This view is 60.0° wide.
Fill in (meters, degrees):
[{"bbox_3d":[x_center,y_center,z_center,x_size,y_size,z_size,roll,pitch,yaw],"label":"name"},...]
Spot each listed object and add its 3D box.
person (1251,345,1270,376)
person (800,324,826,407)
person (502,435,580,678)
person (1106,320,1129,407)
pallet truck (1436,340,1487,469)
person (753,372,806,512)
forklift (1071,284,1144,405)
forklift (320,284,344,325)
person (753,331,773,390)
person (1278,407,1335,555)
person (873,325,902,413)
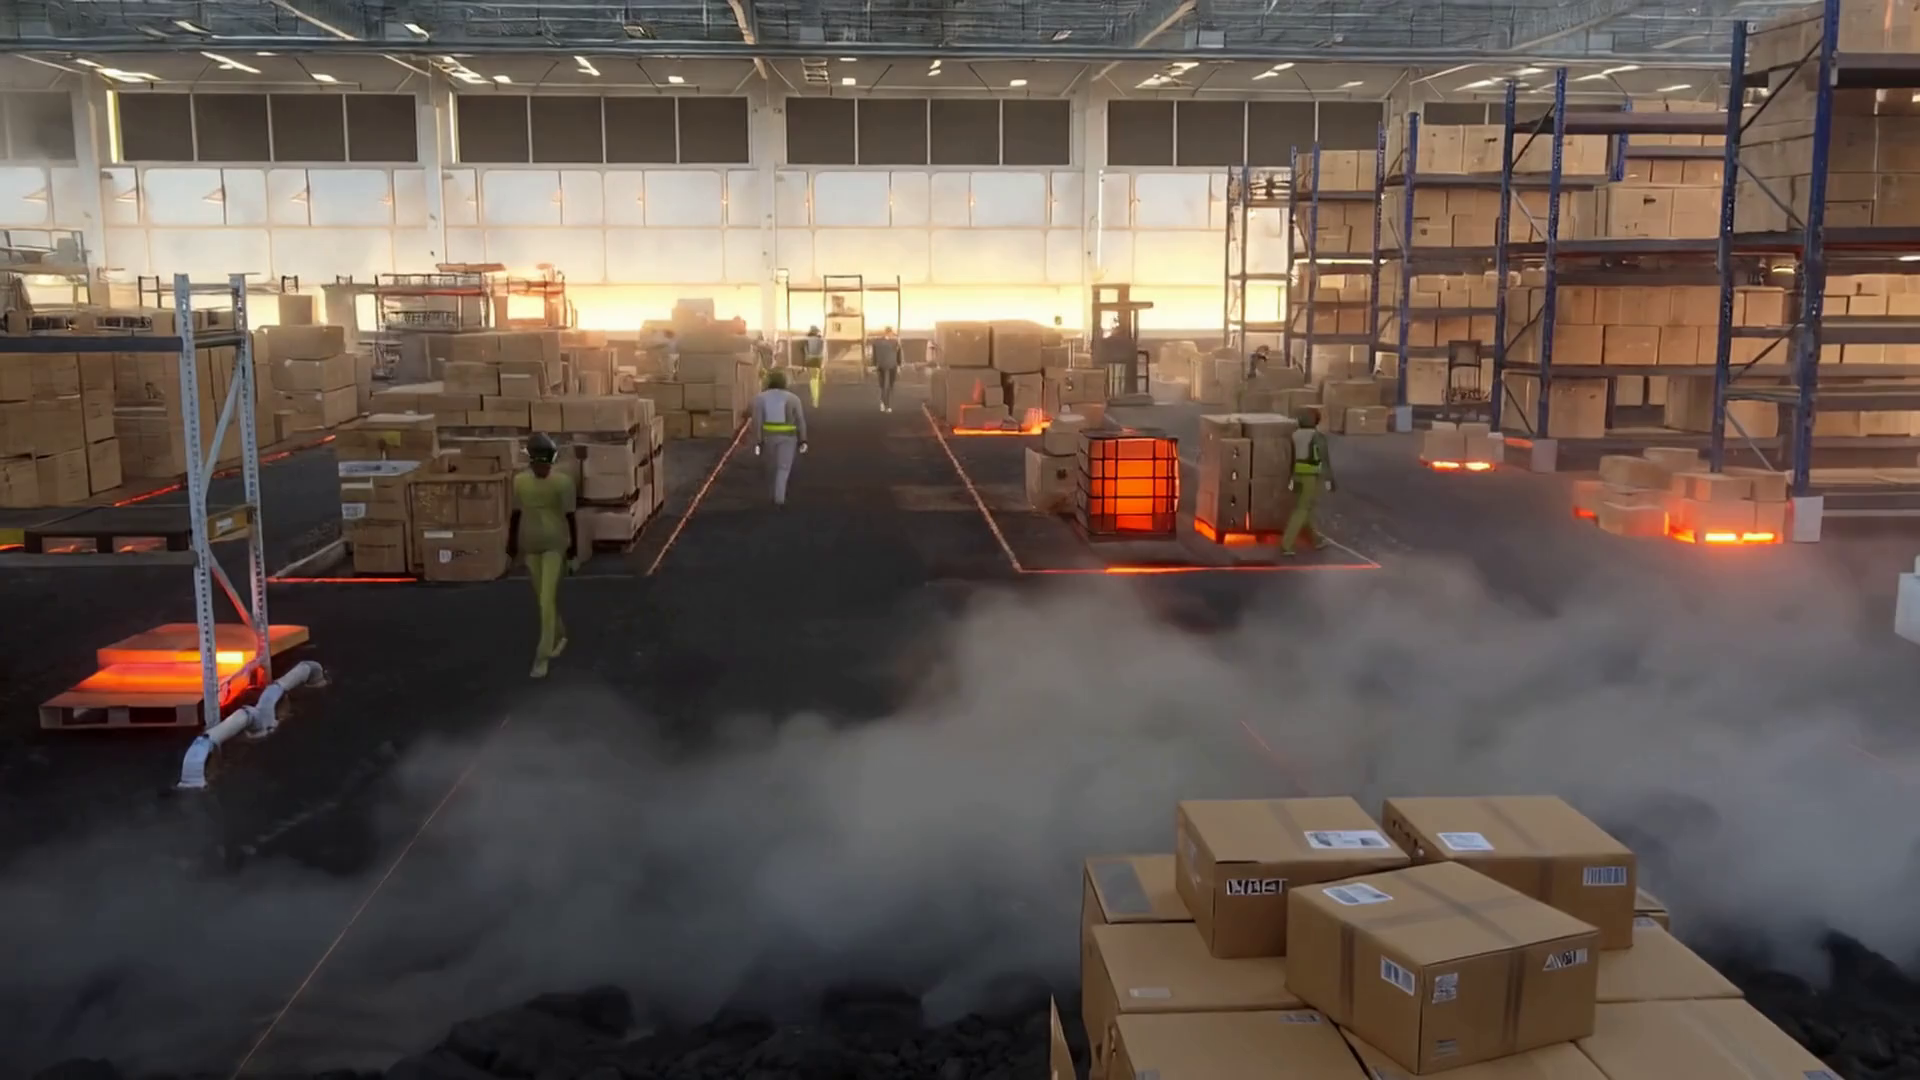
[{"bbox_3d":[6.237,-3.273,34.635,0.899,1.578,0.518,-5,10,-27],"label":"person"},{"bbox_3d":[-3.409,-4.032,38.455,0.552,1.881,0.997,-4,10,-23],"label":"person"},{"bbox_3d":[-3.210,0.084,12.857,0.508,1.825,0.992,1,9,9],"label":"person"},{"bbox_3d":[3.616,-4.058,38.286,0.612,1.995,0.382,-6,11,-32],"label":"person"},{"bbox_3d":[8.004,-2.170,26.422,0.823,1.965,1.885,2,9,14],"label":"pallet truck"},{"bbox_3d":[-2.322,-1.278,21.493,0.646,1.788,1.003,2,9,11],"label":"person"},{"bbox_3d":[3.506,-4.624,39.066,1.129,2.768,1.873,-5,10,-30],"label":"forklift"},{"bbox_3d":[-14.446,-4.536,38.514,1.873,2.768,1.129,-2,9,-11],"label":"forklift"},{"bbox_3d":[-4.816,-4.325,41.055,0.798,1.646,0.530,3,10,19],"label":"person"},{"bbox_3d":[3.752,-0.641,18.076,0.859,1.595,0.513,-6,11,-31],"label":"person"},{"bbox_3d":[-1.564,-3.731,36.440,0.653,1.925,0.515,-3,9,-18],"label":"person"}]
